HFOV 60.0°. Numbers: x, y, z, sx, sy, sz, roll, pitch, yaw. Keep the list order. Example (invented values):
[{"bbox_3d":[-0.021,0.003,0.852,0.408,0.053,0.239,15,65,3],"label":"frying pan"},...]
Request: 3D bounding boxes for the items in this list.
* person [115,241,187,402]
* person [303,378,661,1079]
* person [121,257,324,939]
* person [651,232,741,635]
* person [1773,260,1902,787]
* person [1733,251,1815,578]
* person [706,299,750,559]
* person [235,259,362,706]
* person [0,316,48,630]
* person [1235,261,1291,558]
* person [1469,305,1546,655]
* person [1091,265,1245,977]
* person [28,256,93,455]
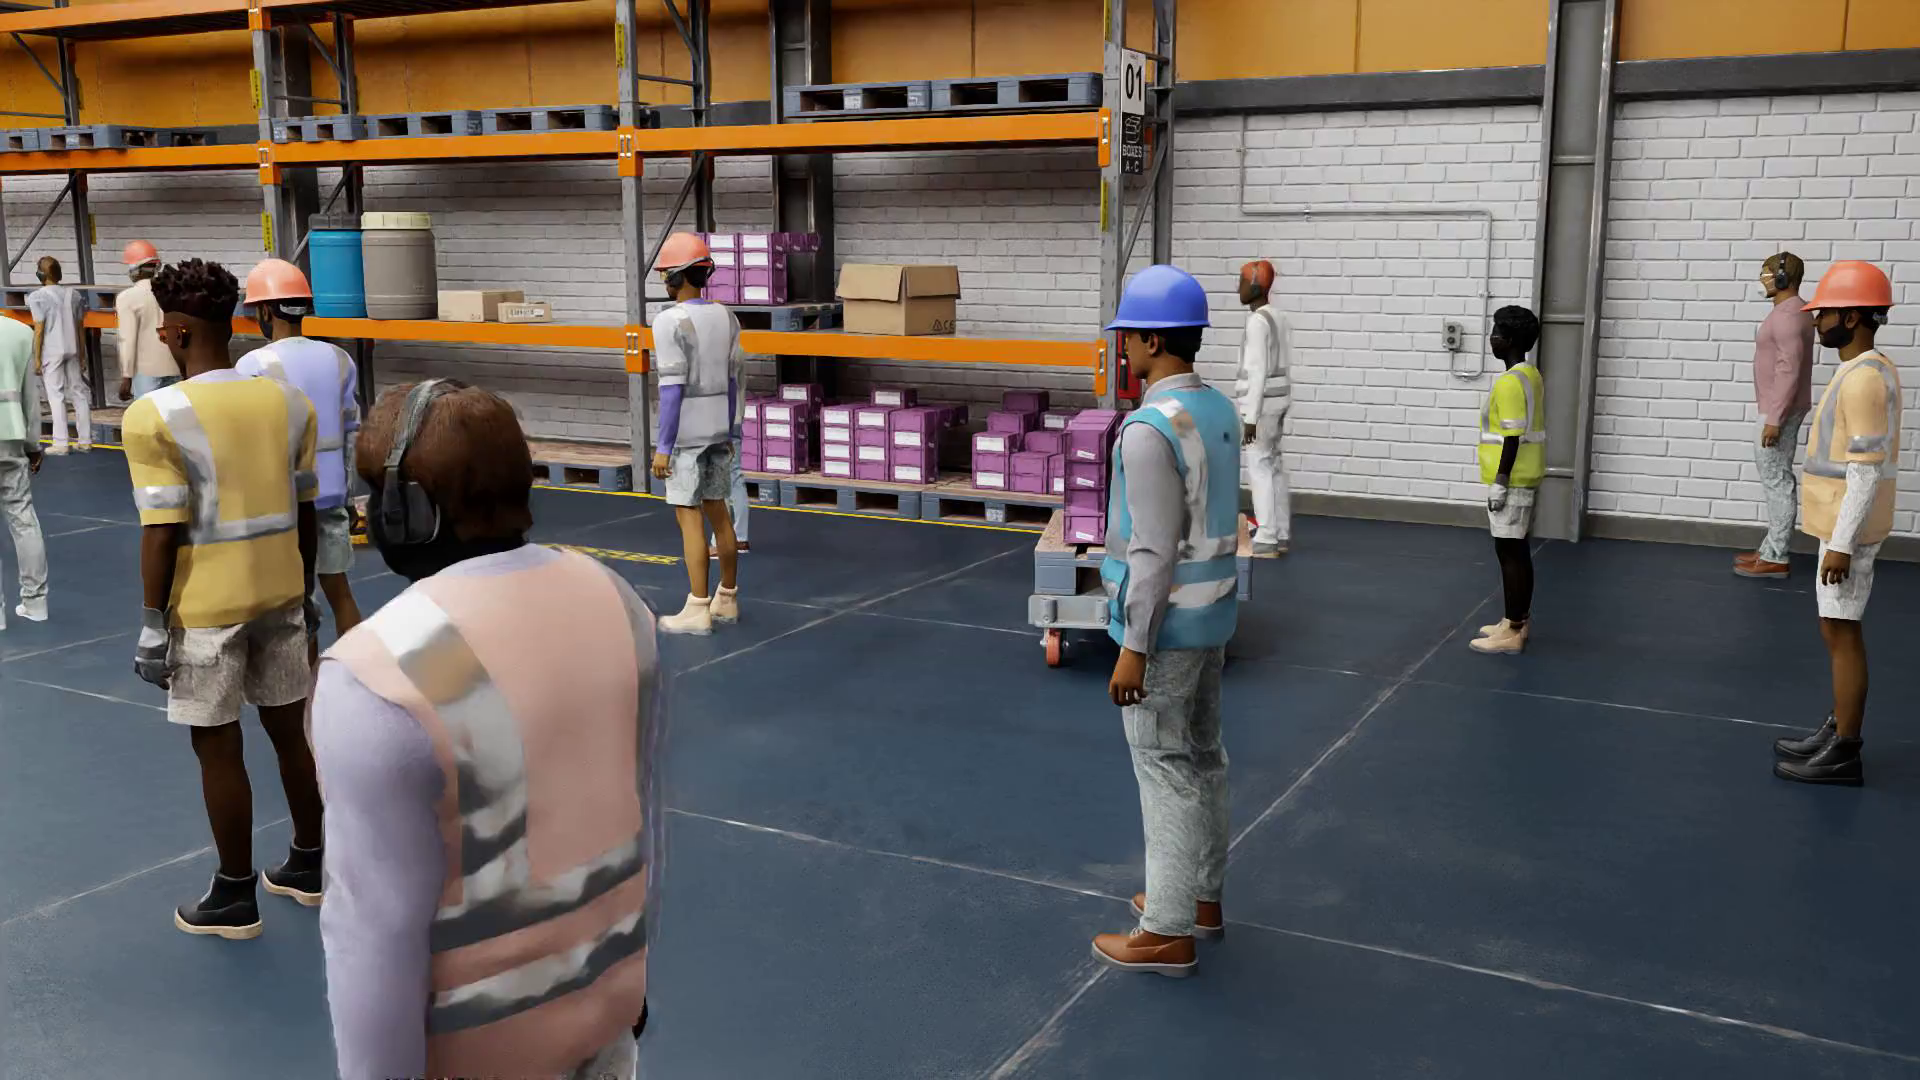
[{"bbox_3d":[-6.268,-1.314,12.932,0.411,1.988,0.645,4,11,21],"label":"person"},{"bbox_3d":[-0.667,0.688,2.399,0.433,1.829,0.654,4,11,22],"label":"person"},{"bbox_3d":[-2.125,0.172,4.839,0.368,1.961,0.613,5,12,27],"label":"person"},{"bbox_3d":[-1.377,-0.538,8.514,0.390,2.040,0.614,5,12,27],"label":"person"},{"bbox_3d":[3.246,-0.056,6.166,0.373,1.934,0.551,5,12,27],"label":"person"},{"bbox_3d":[4.873,-0.741,9.914,0.352,1.937,0.635,5,12,27],"label":"person"},{"bbox_3d":[-1.525,-0.696,10.508,0.268,1.630,0.507,5,12,27],"label":"person"},{"bbox_3d":[-2.716,-0.172,6.807,0.378,1.932,0.551,5,12,27],"label":"person"},{"bbox_3d":[-5.024,-0.490,8.597,0.372,1.916,0.596,5,12,27],"label":"person"},{"bbox_3d":[1.918,-0.814,10.524,0.432,1.871,0.628,4,11,22],"label":"person"},{"bbox_3d":[2.682,-0.292,8.118,0.317,1.695,0.540,5,12,27],"label":"person"},{"bbox_3d":[0.571,0.225,4.596,0.404,1.945,0.615,5,12,27],"label":"person"},{"bbox_3d":[-8.377,-1.709,15.479,0.328,1.842,0.515,5,12,27],"label":"person"}]
